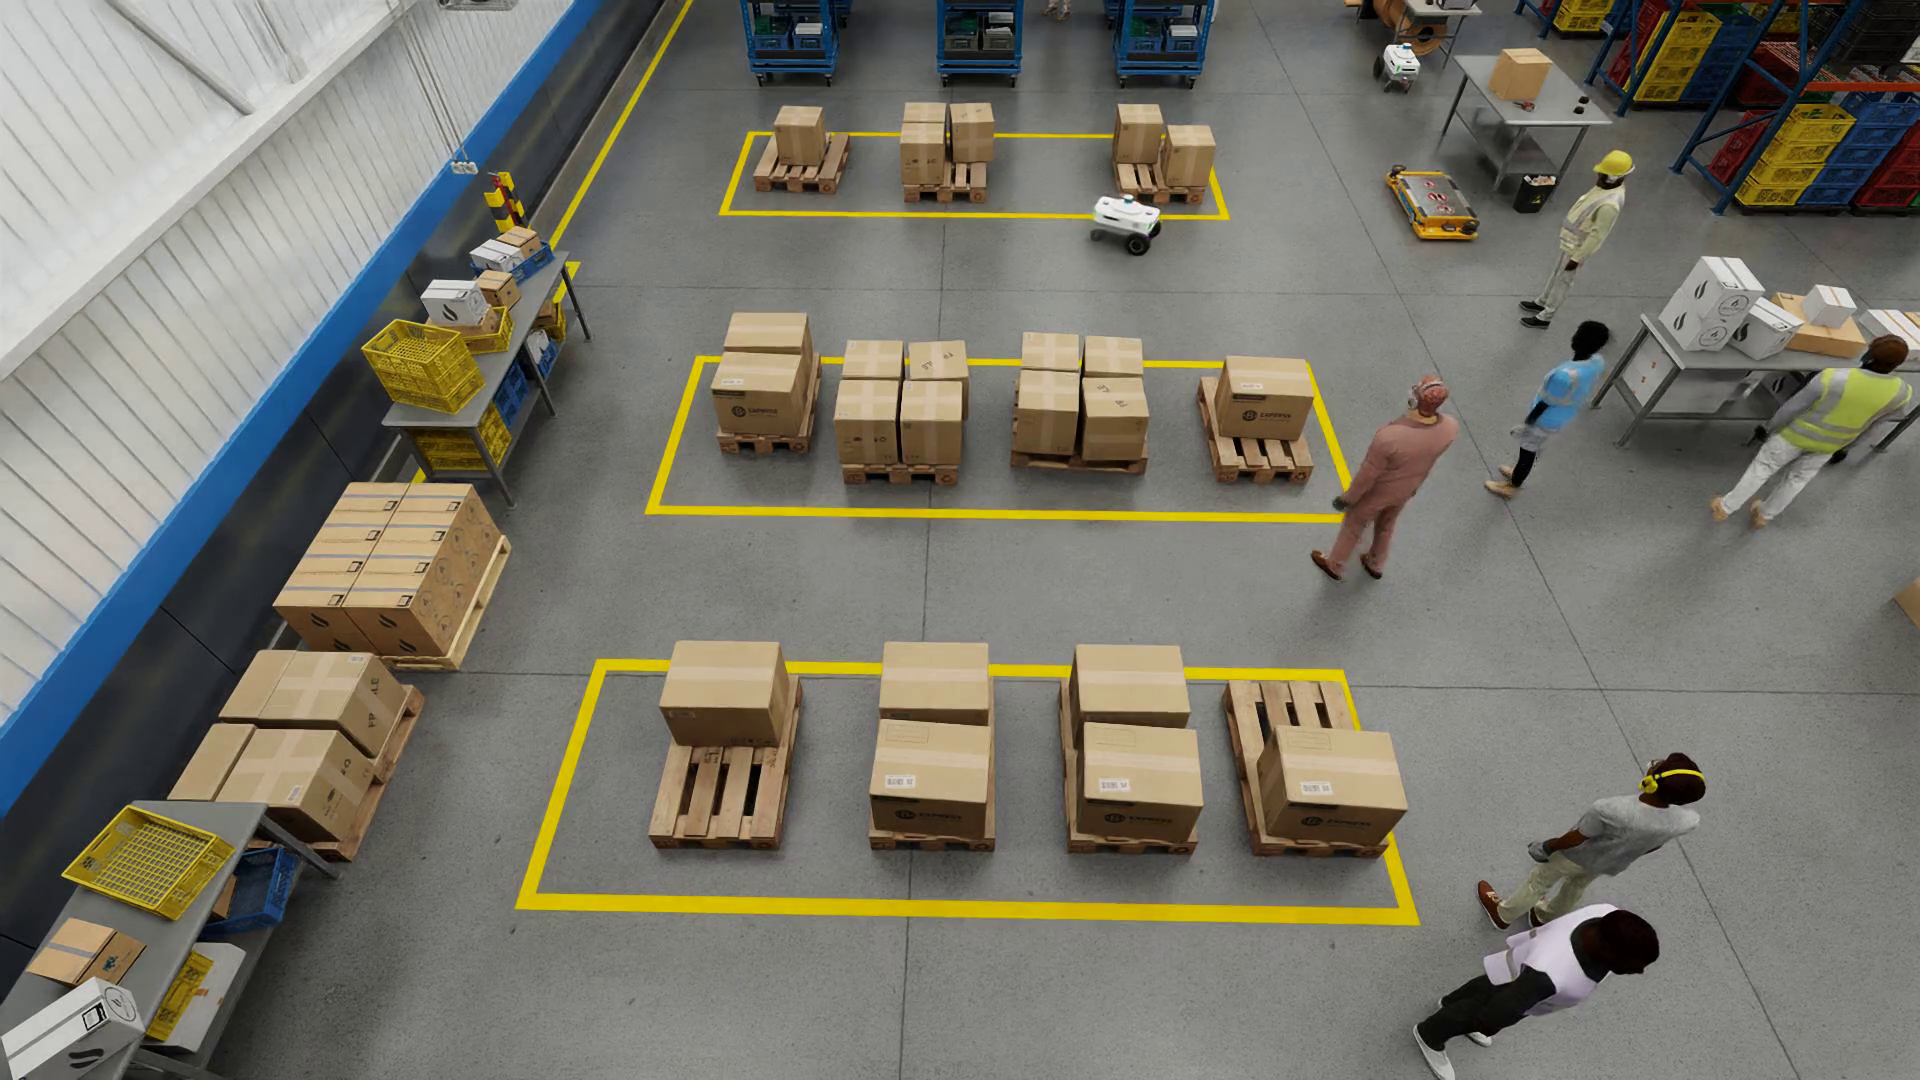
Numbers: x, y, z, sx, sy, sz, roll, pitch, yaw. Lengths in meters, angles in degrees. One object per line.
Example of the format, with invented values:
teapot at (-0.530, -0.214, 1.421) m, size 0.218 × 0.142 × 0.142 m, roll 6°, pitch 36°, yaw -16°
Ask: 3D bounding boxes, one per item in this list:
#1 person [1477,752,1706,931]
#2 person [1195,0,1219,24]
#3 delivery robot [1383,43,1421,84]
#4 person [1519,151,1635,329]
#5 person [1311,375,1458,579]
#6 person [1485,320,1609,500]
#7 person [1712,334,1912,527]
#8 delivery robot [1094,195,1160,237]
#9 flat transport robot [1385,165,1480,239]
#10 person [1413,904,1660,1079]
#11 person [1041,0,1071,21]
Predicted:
person at (3.426, 1.687, 5.005) m, size 0.516 × 1.872 × 0.327 m, roll 3°, pitch 49°, yaw 3°
person at (4.026, -9.066, 14.469) m, size 0.519 × 1.633 × 0.311 m, roll 3°, pitch 49°, yaw 3°
delivery robot at (6.384, -6.916, 13.255) m, size 0.477 × 0.478 × 0.707 m, roll 2°, pitch 49°, yaw 2°
person at (6.082, -2.930, 9.033) m, size 0.404 × 1.821 × 0.587 m, roll 19°, pitch 52°, yaw 15°
person at (3.137, -0.386, 6.795) m, size 0.709 × 1.911 × 0.474 m, roll -13°, pitch 50°, yaw -11°
person at (4.796, -1.032, 7.489) m, size 0.543 × 1.683 × 0.406 m, roll -27°, pitch 54°, yaw -21°
person at (6.689, -0.813, 7.202) m, size 0.637 × 1.829 × 0.430 m, roll 13°, pitch 50°, yaw 11°
delivery robot at (1.896, -3.697, 10.469) m, size 0.707 × 0.478 × 0.477 m, roll 20°, pitch 52°, yaw 16°
flat transport robot at (5.692, -4.094, 11.059) m, size 0.652 × 0.197 × 1.431 m, roll 1°, pitch 49°, yaw 1°
person at (2.786, 2.196, 4.533) m, size 0.597 × 1.916 × 0.371 m, roll -26°, pitch 54°, yaw -21°
person at (1.622, -9.341, 14.470) m, size 0.378 × 1.993 × 0.611 m, roll -32°, pitch 56°, yaw -25°
